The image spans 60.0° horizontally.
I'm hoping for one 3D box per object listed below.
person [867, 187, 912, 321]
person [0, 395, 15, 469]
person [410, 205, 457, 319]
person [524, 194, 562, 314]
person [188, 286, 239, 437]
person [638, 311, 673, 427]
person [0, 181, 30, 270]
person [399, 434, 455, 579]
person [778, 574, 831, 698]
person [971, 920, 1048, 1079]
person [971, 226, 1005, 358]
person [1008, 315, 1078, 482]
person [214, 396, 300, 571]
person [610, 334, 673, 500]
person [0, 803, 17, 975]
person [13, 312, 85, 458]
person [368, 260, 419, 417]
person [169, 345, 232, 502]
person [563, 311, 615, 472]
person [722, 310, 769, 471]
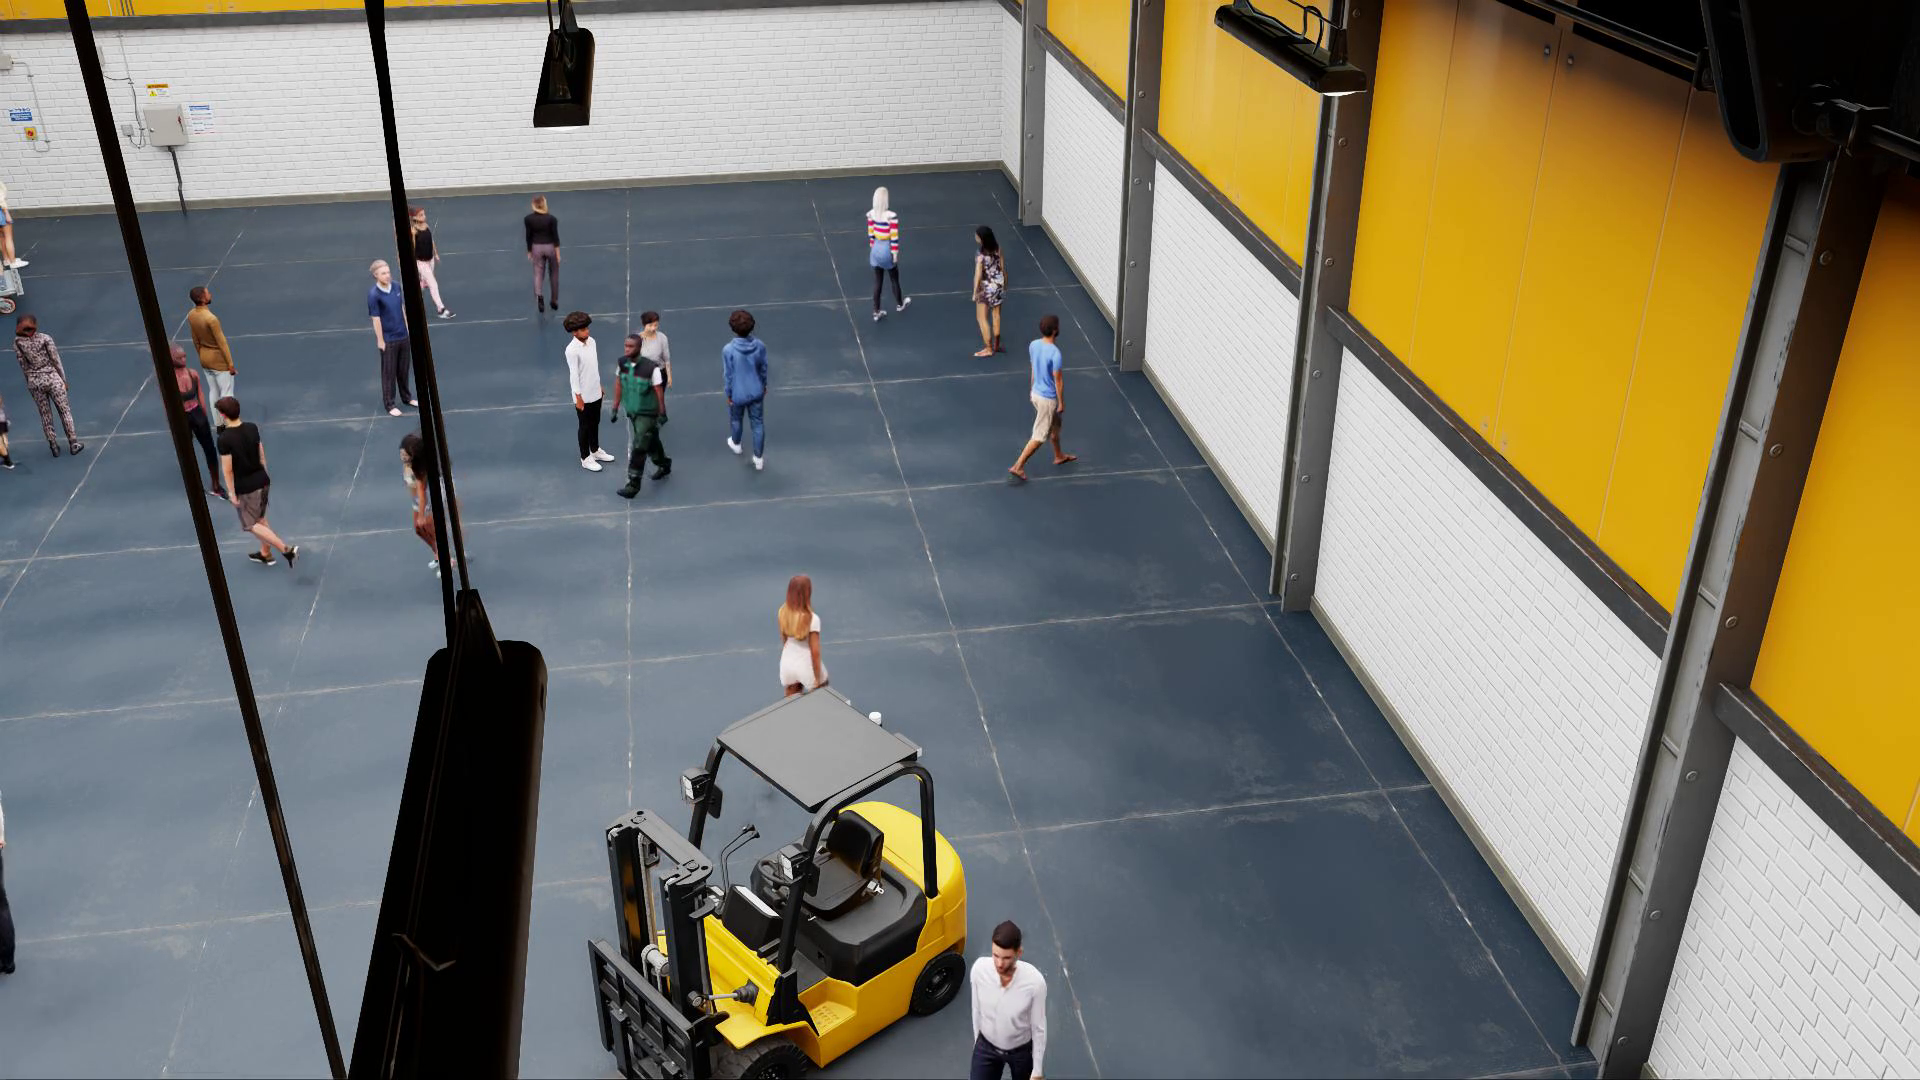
[{"bbox_3d":[-1.071,-3.817,22.314,0.999,1.781,1.074,17,33,29],"label":"person"},{"bbox_3d":[-10.688,-1.307,18.430,0.736,1.094,0.683,17,33,29],"label":"person"},{"bbox_3d":[-7.291,-3.765,22.477,0.942,1.534,1.025,10,30,18],"label":"person"},{"bbox_3d":[-5.618,-3.808,22.426,0.653,1.658,0.916,-2,29,-3],"label":"person"},{"bbox_3d":[-8.516,-2.035,19.009,0.721,1.817,0.749,14,32,24],"label":"person"},{"bbox_3d":[-3.526,-1.927,19.135,0.608,1.506,1.070,-7,29,-12],"label":"person"},{"bbox_3d":[-14.014,-4.790,24.254,0.690,1.630,0.775,22,36,35],"label":"person"},{"bbox_3d":[-5.138,-0.326,16.123,0.752,1.580,0.664,-13,31,-22],"label":"person"},{"bbox_3d":[-1.333,1.074,13.453,0.742,1.679,0.807,14,32,24],"label":"person"},{"bbox_3d":[0.316,2.936,9.874,0.992,1.838,1.224,8,30,15],"label":"person"},{"bbox_3d":[0.423,-3.213,21.268,0.782,1.722,0.771,-15,32,-26],"label":"person"},{"bbox_3d":[0.868,-1.524,18.046,1.013,1.842,1.238,-17,33,-28],"label":"person"},{"bbox_3d":[-6.837,-0.506,16.185,1.055,1.836,1.078,12,31,21],"label":"person"},{"bbox_3d":[-3.355,-1.377,17.847,1.181,1.776,1.275,17,33,28],"label":"person"},{"bbox_3d":[-6.629,2.194,11.223,0.866,1.849,0.839,24,37,37],"label":"person"},{"bbox_3d":[-10.227,-1.751,18.600,0.569,1.710,0.567,-6,29,-10],"label":"person"},{"bbox_3d":[-6.711,-2.412,19.644,0.794,1.871,0.706,15,32,25],"label":"person"},{"bbox_3d":[-8.241,-1.266,17.684,0.864,1.737,0.963,-24,37,-37],"label":"person"},{"bbox_3d":[-4.119,-1.664,18.336,0.789,1.810,0.686,11,30,19],"label":"person"},{"bbox_3d":[-2.328,-1.615,18.272,0.781,1.785,1.011,-10,30,-18],"label":"person"}]
